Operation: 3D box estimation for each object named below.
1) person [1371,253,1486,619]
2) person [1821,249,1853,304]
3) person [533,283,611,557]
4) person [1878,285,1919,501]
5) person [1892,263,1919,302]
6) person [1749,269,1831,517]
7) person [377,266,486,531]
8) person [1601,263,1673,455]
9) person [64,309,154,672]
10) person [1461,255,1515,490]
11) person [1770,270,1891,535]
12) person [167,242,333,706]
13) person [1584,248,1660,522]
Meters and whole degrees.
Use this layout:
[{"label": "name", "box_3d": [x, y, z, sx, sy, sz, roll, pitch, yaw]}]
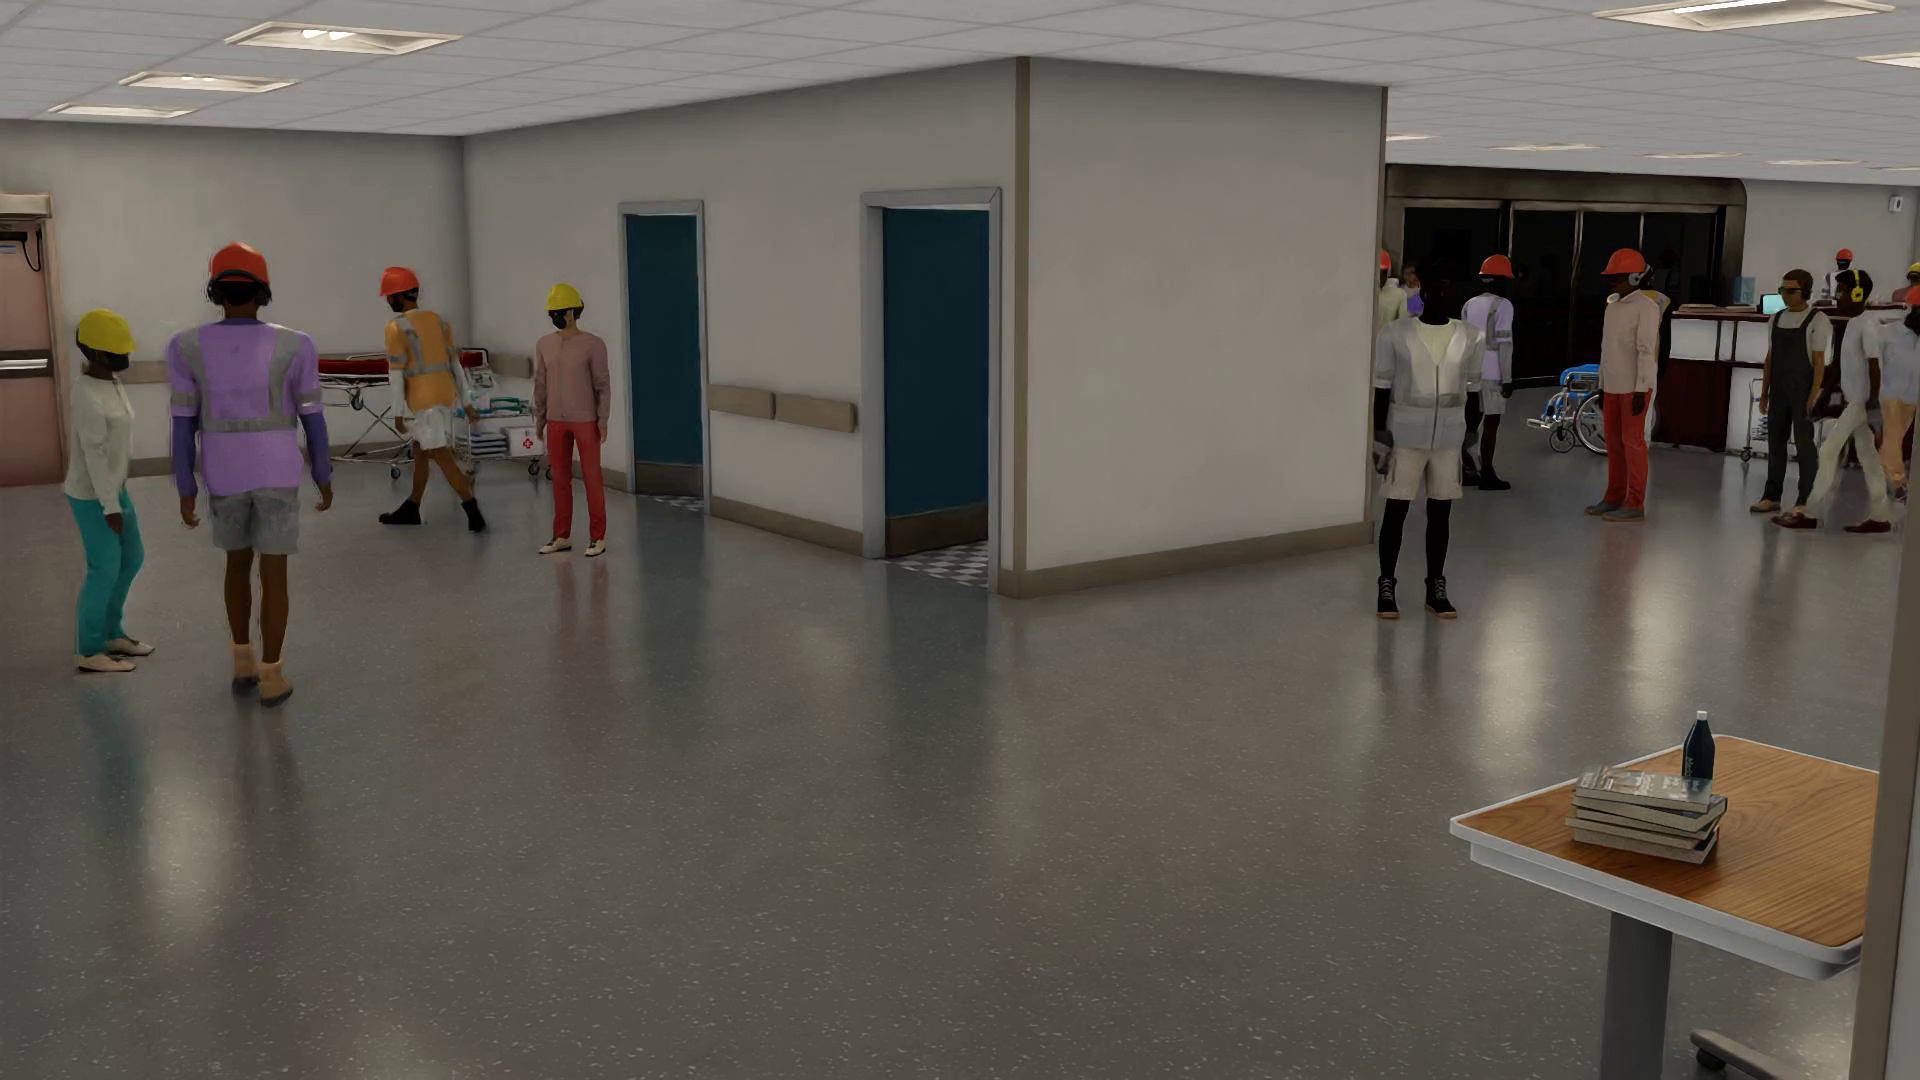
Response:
[{"label": "person", "box_3d": [2.511, -0.542, 8.952, 0.601, 1.958, 0.390, 0, 10, 0]}, {"label": "person", "box_3d": [13.465, -3.478, 25.456, 0.543, 1.938, 0.364, 10, 14, 43]}, {"label": "person", "box_3d": [-2.517, -0.768, 10.754, 0.533, 1.767, 0.326, 3, 11, 17]}, {"label": "person", "box_3d": [7.447, -1.156, 13.104, 0.558, 1.691, 0.863, 0, 10, 2]}, {"label": "person", "box_3d": [12.483, -2.743, 21.823, 0.523, 1.769, 0.309, 8, 13, 36]}, {"label": "person", "box_3d": [6.168, -1.083, 12.330, 0.342, 1.837, 0.503, -5, 11, -24]}, {"label": "person", "box_3d": [-3.713, -0.989, 11.738, 0.956, 1.874, 0.592, 4, 11, 22]}, {"label": "person", "box_3d": [6.446, -1.717, 15.892, 0.625, 1.838, 0.430, 4, 11, 23]}, {"label": "person", "box_3d": [-3.980, -0.217, 7.767, 0.442, 1.720, 0.565, -3, 10, -14]}, {"label": "person", "box_3d": [4.361, -1.373, 13.704, 0.378, 1.931, 0.545, -4, 11, -22]}, {"label": "person", "box_3d": [6.122, -0.948, 11.579, 0.872, 1.826, 0.501, 4, 11, 23]}, {"label": "person", "box_3d": [-3.122, -0.297, 7.404, 0.621, 2.018, 0.696, -2, 10, -11]}, {"label": "person", "box_3d": [4.836, -1.123, 12.146, 0.402, 1.987, 0.608, -2, 10, -10]}]
